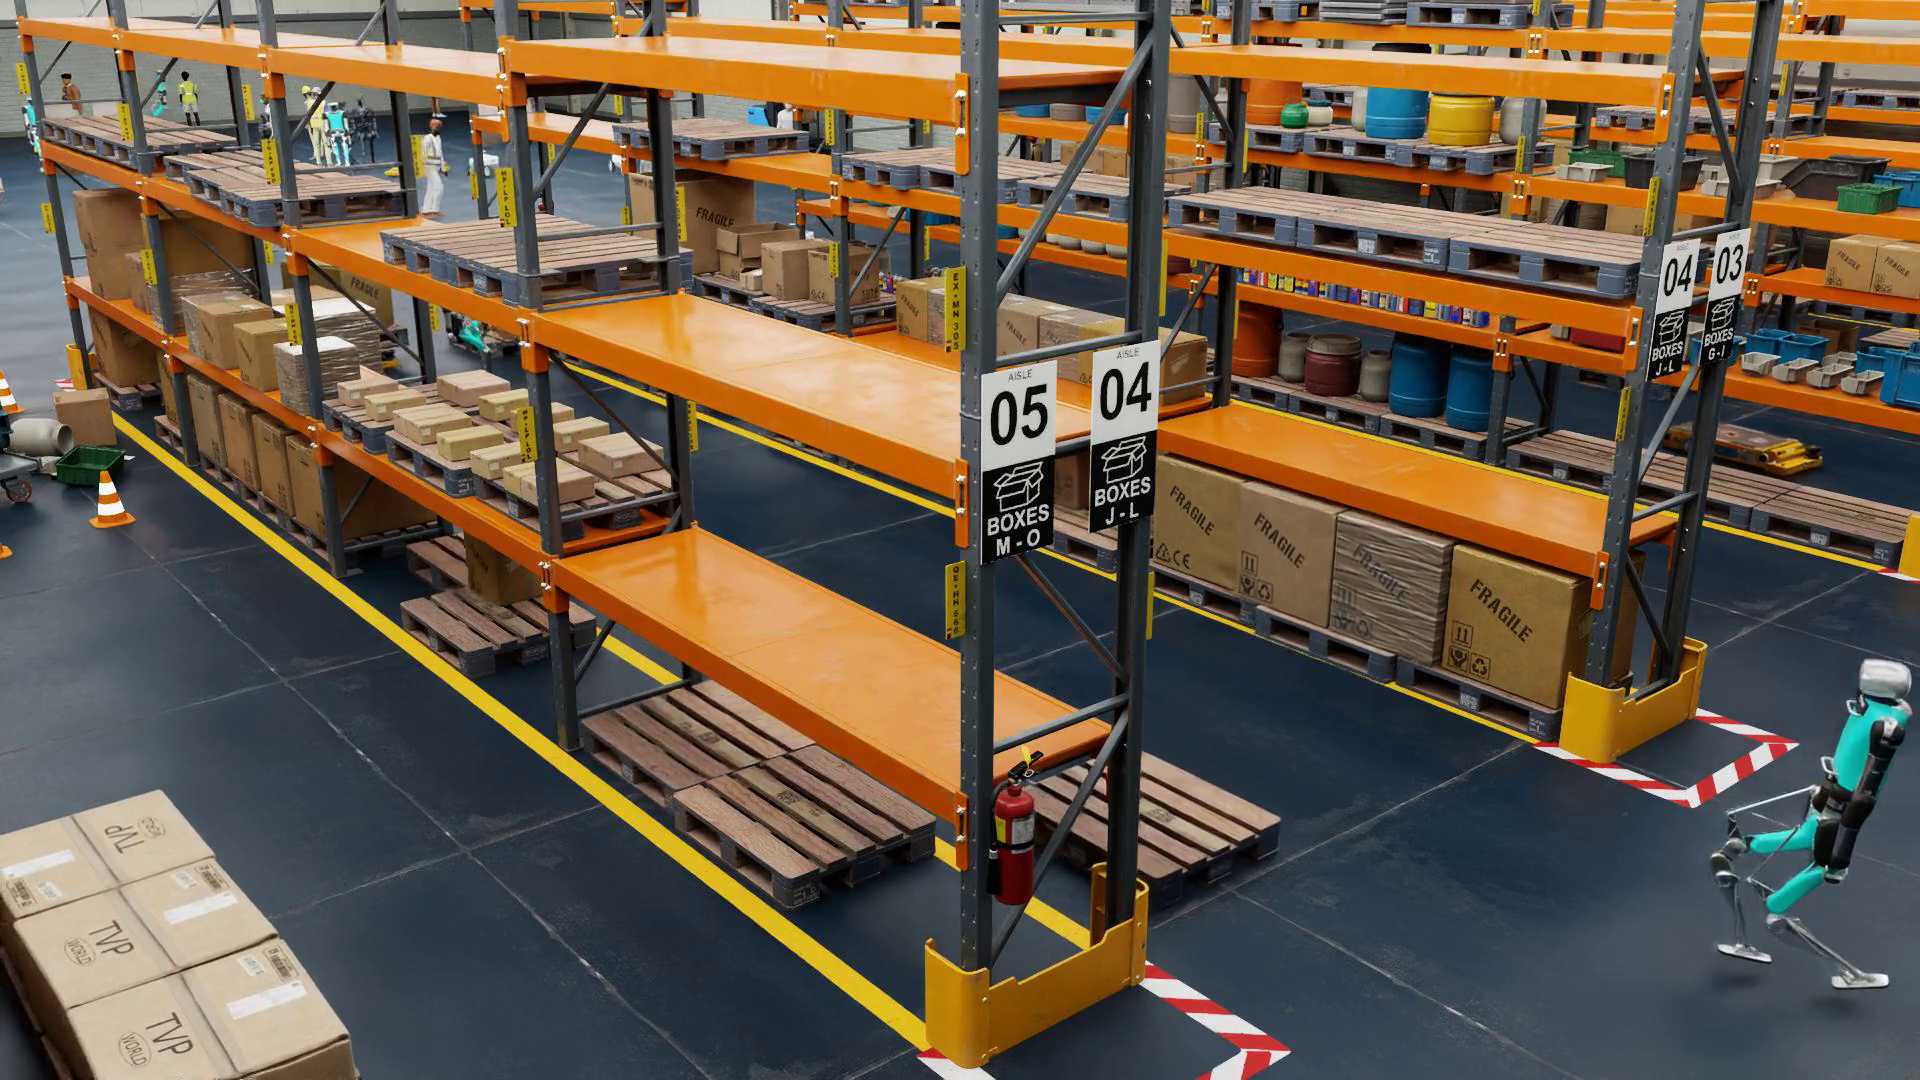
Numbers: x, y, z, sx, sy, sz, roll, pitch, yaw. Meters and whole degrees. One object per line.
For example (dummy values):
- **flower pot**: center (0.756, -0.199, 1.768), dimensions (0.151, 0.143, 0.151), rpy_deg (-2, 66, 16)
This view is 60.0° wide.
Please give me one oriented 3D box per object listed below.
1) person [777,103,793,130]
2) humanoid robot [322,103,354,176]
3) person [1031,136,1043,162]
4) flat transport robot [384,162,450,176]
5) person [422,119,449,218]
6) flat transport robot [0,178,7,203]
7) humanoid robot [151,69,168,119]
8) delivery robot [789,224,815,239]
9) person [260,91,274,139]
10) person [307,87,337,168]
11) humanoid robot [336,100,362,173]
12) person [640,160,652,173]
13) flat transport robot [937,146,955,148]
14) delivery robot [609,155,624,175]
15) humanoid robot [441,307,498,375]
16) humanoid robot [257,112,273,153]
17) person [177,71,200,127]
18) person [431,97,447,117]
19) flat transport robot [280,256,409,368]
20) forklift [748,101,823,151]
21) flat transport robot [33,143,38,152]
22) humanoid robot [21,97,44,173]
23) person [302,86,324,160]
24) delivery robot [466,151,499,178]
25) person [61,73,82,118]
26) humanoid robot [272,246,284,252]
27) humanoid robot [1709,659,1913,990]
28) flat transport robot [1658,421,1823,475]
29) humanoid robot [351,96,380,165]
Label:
- **person**: center (-3.741, -8.779, 36.474), dimensions (0.582, 1.893, 0.374), rpy_deg (2, 19, 5)
- **humanoid robot**: center (-13.456, -8.550, 36.084), dimensions (0.552, 1.778, 0.799), rpy_deg (-8, 21, -22)
- **person**: center (1.427, -6.796, 31.037), dimensions (0.410, 1.758, 0.541), rpy_deg (0, 19, 1)
- **flat transport robot**: center (-12.472, -8.537, 38.233), dimensions (0.659, 0.231, 1.431), rpy_deg (9, 21, 24)
- **person**: center (-10.028, -7.042, 31.599), dimensions (0.595, 1.840, 0.597), rpy_deg (-1, 19, -2)
- **flat transport robot**: center (-19.140, -6.313, 31.903), dimensions (0.659, 0.231, 1.431), rpy_deg (-1, 19, -3)
- **humanoid robot**: center (-22.523, -12.281, 46.659), dimensions (0.669, 1.787, 0.542), rpy_deg (-12, 23, -32)
- **delivery robot**: center (-2.804, -4.923, 27.538), dimensions (0.781, 0.610, 0.509), rpy_deg (2, 19, 6)
- **person**: center (-15.451, -9.110, 37.406), dimensions (0.361, 1.909, 0.481), rpy_deg (-10, 22, -26)
- **person**: center (-14.881, -9.559, 38.698), dimensions (0.545, 1.890, 0.381), rpy_deg (2, 19, 6)
- **humanoid robot**: center (-14.076, -9.271, 38.208), dimensions (0.357, 1.650, 0.603), rpy_deg (-2, 20, -7)
- **person**: center (-5.257, -5.954, 28.351), dimensions (0.371, 1.954, 0.602), rpy_deg (-3, 20, -8)
- **flat transport robot**: center (-0.363, -7.385, 34.954), dimensions (0.659, 0.231, 1.431), rpy_deg (-8, 21, -21)
- **delivery robot**: center (-7.738, -8.680, 38.231), dimensions (0.499, 0.609, 0.805), rpy_deg (-11, 22, -28)
- **humanoid robot**: center (-5.362, -2.355, 18.539), dimensions (1.064, 1.772, 0.534), rpy_deg (17, 25, 40)
- **humanoid robot**: center (-14.693, -8.256, 35.341), dimensions (0.630, 1.633, 0.613), rpy_deg (-2, 19, -5)
- **person**: center (-21.745, -12.344, 46.909), dimensions (0.534, 1.696, 0.322), rpy_deg (-18, 26, -41)
- **person**: center (-16.280, -14.070, 51.558), dimensions (0.499, 1.876, 0.401), rpy_deg (17, 26, 40)
- **flat transport robot**: center (-7.550, -2.290, 20.454), dimensions (0.659, 0.231, 1.431), rpy_deg (-18, 26, -41)
- **forklift**: center (-4.526, -11.368, 42.374), dimensions (1.129, 2.768, 1.873), rpy_deg (-15, 24, -37)
- **flat transport robot**: center (-23.502, -10.167, 42.872), dimensions (0.659, 0.231, 1.431), rpy_deg (-10, 22, -26)
- **humanoid robot**: center (-20.806, -9.099, 37.650), dimensions (0.536, 1.751, 1.010), rpy_deg (-12, 23, -31)
- **person**: center (-15.883, -10.209, 40.745), dimensions (0.325, 1.759, 0.523), rpy_deg (3, 20, 9)
- **delivery robot**: center (-10.817, -8.513, 37.747), dimensions (0.499, 0.605, 0.799), rpy_deg (7, 21, 20)
- **person**: center (-23.538, -11.451, 44.143), dimensions (0.785, 1.851, 0.399), rpy_deg (9, 21, 25)
- **humanoid robot**: center (-11.574, -5.685, 27.999), dimensions (0.468, 1.642, 0.613), rpy_deg (-1, 19, -4)
- **humanoid robot**: center (3.965, 1.360, 7.858), dimensions (1.003, 1.733, 0.542), rpy_deg (7, 20, 18)
- **flat transport robot**: center (7.758, -0.943, 16.618), dimensions (0.659, 0.231, 1.431), rpy_deg (-13, 23, -33)
- **humanoid robot**: center (-14.110, -9.704, 39.514), dimensions (0.597, 1.633, 0.796), rpy_deg (-3, 20, -9)
